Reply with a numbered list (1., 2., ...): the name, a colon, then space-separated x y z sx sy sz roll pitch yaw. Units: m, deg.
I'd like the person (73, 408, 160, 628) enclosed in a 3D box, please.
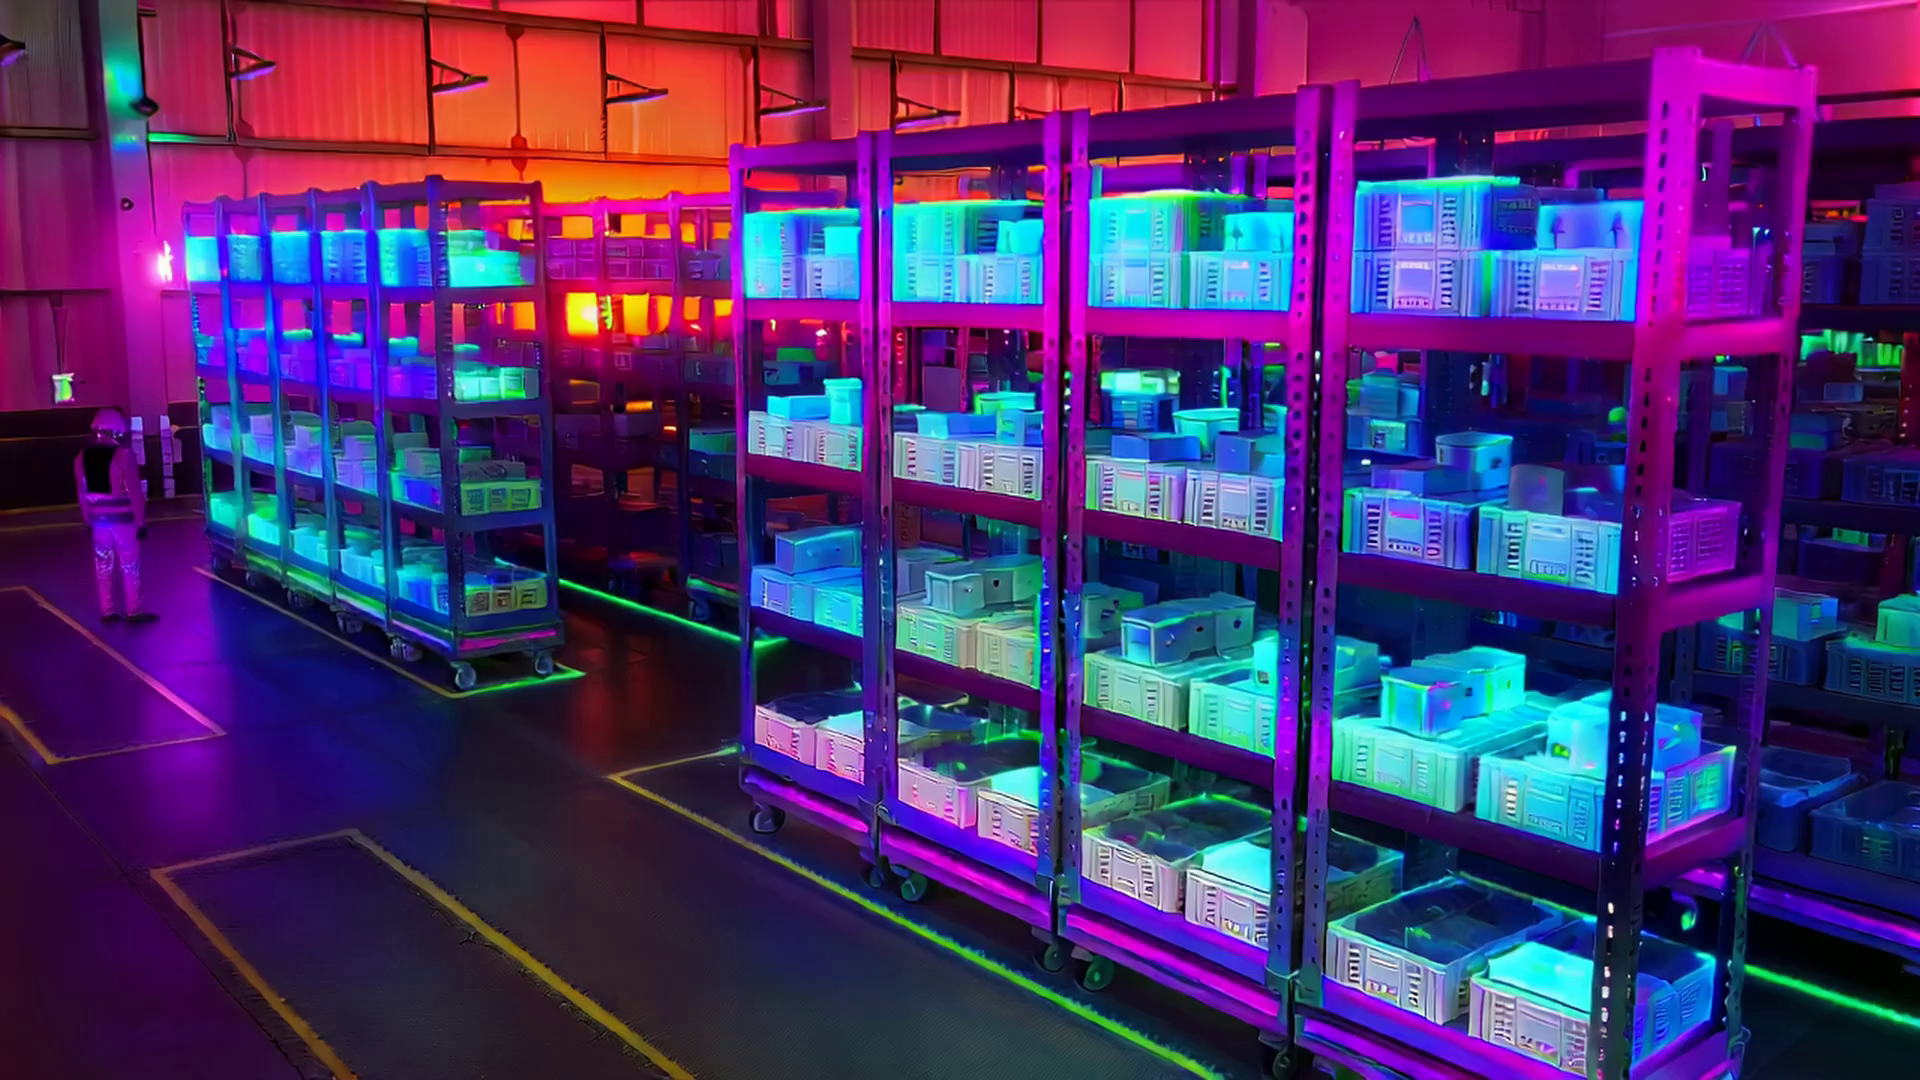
1. person: -7.008 -0.182 13.823 0.588 1.835 0.403 2 10 14
